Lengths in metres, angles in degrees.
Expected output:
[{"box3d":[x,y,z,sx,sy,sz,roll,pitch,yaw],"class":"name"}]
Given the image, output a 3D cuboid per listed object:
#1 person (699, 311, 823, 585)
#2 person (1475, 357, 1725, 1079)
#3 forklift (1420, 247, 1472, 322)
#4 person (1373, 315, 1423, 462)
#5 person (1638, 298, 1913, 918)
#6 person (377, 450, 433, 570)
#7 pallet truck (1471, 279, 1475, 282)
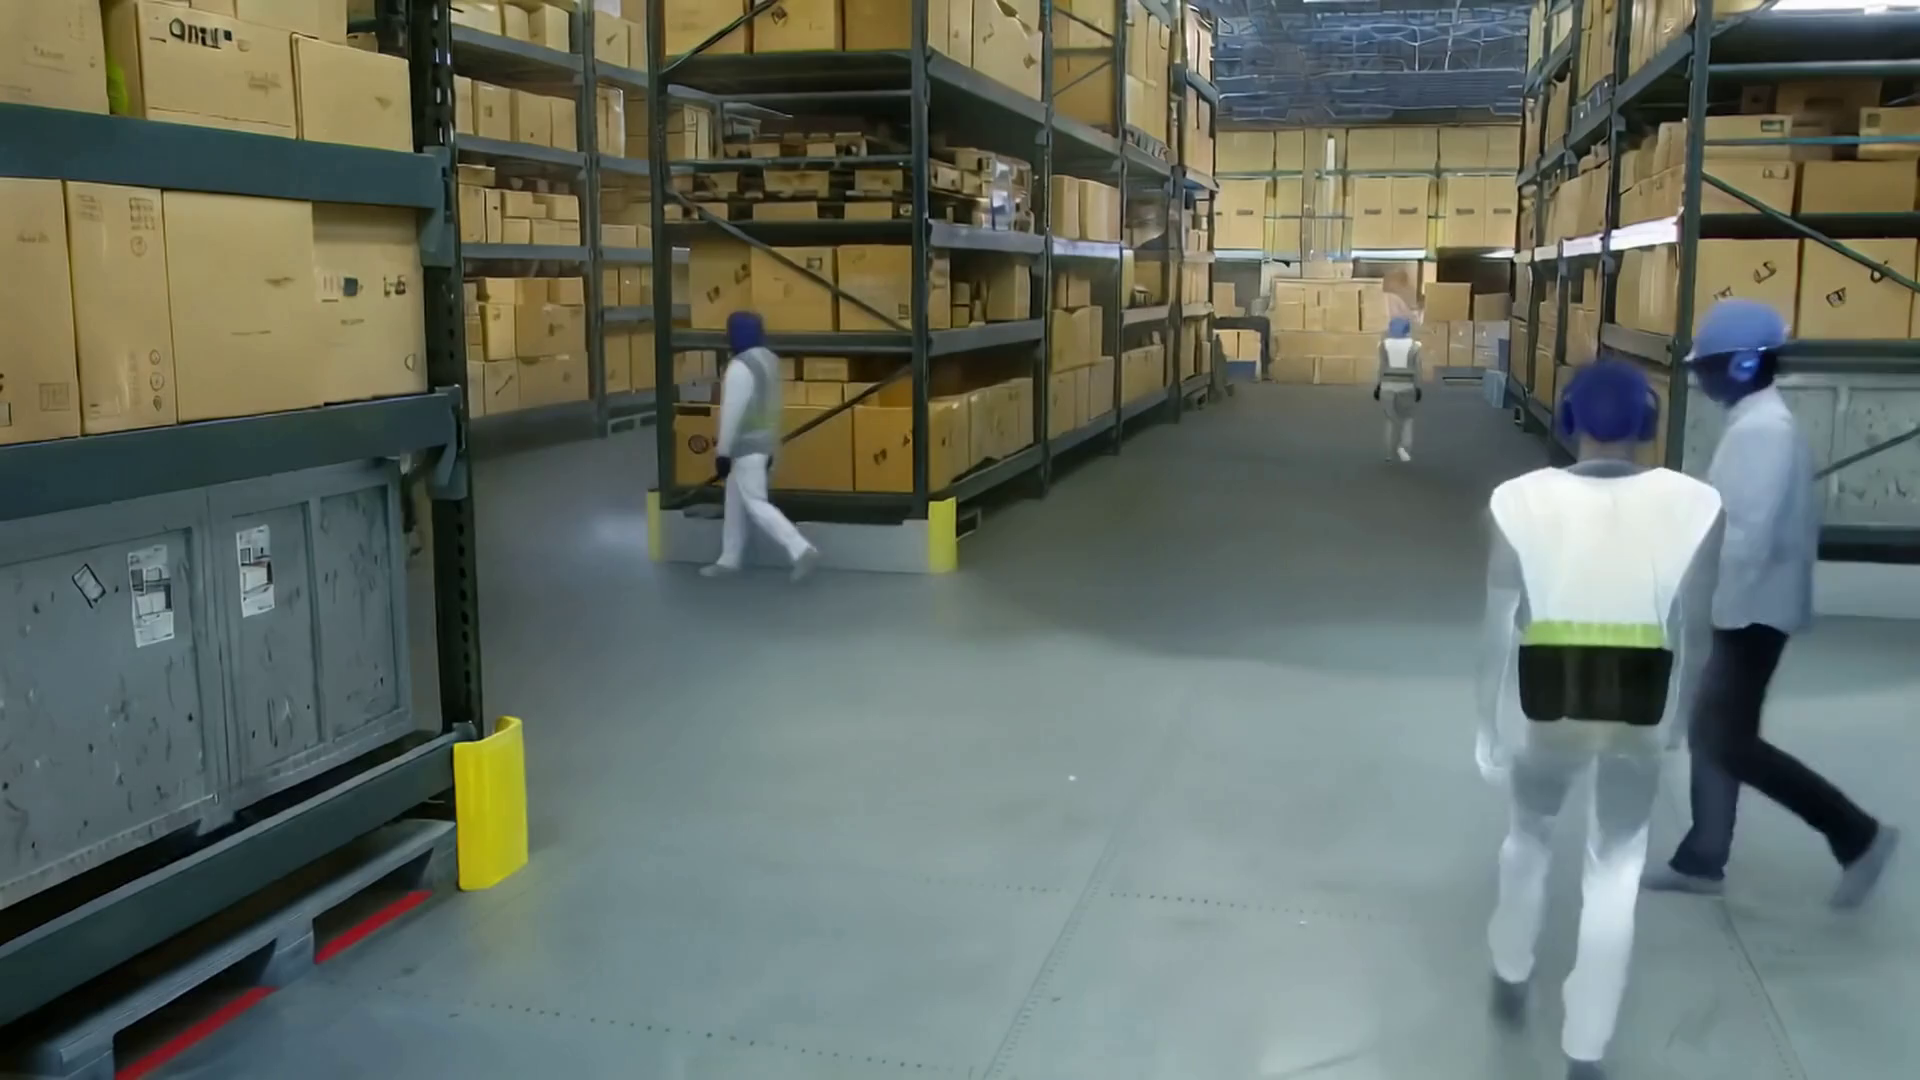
[{"box3d":[-1.323,-0.600,10.968,0.853,1.816,0.620,2,9,10],"class":"person"},{"box3d":[1.646,0.438,4.353,0.569,1.814,0.806,3,9,18],"class":"person"},{"box3d":[12.724,-6.180,43.035,1.129,2.768,1.873,-3,9,-19],"class":"forklift"},{"box3d":[4.779,-1.640,18.152,0.530,1.624,0.450,3,9,17],"class":"person"},{"box3d":[2.551,0.238,5.182,0.738,1.963,0.654,5,10,27],"class":"person"},{"box3d":[-3.887,-0.778,11.401,0.456,2.030,0.646,1,9,9],"class":"person"},{"box3d":[18.896,-8.459,60.307,1.885,1.965,0.823,5,10,31],"class":"pallet truck"}]
